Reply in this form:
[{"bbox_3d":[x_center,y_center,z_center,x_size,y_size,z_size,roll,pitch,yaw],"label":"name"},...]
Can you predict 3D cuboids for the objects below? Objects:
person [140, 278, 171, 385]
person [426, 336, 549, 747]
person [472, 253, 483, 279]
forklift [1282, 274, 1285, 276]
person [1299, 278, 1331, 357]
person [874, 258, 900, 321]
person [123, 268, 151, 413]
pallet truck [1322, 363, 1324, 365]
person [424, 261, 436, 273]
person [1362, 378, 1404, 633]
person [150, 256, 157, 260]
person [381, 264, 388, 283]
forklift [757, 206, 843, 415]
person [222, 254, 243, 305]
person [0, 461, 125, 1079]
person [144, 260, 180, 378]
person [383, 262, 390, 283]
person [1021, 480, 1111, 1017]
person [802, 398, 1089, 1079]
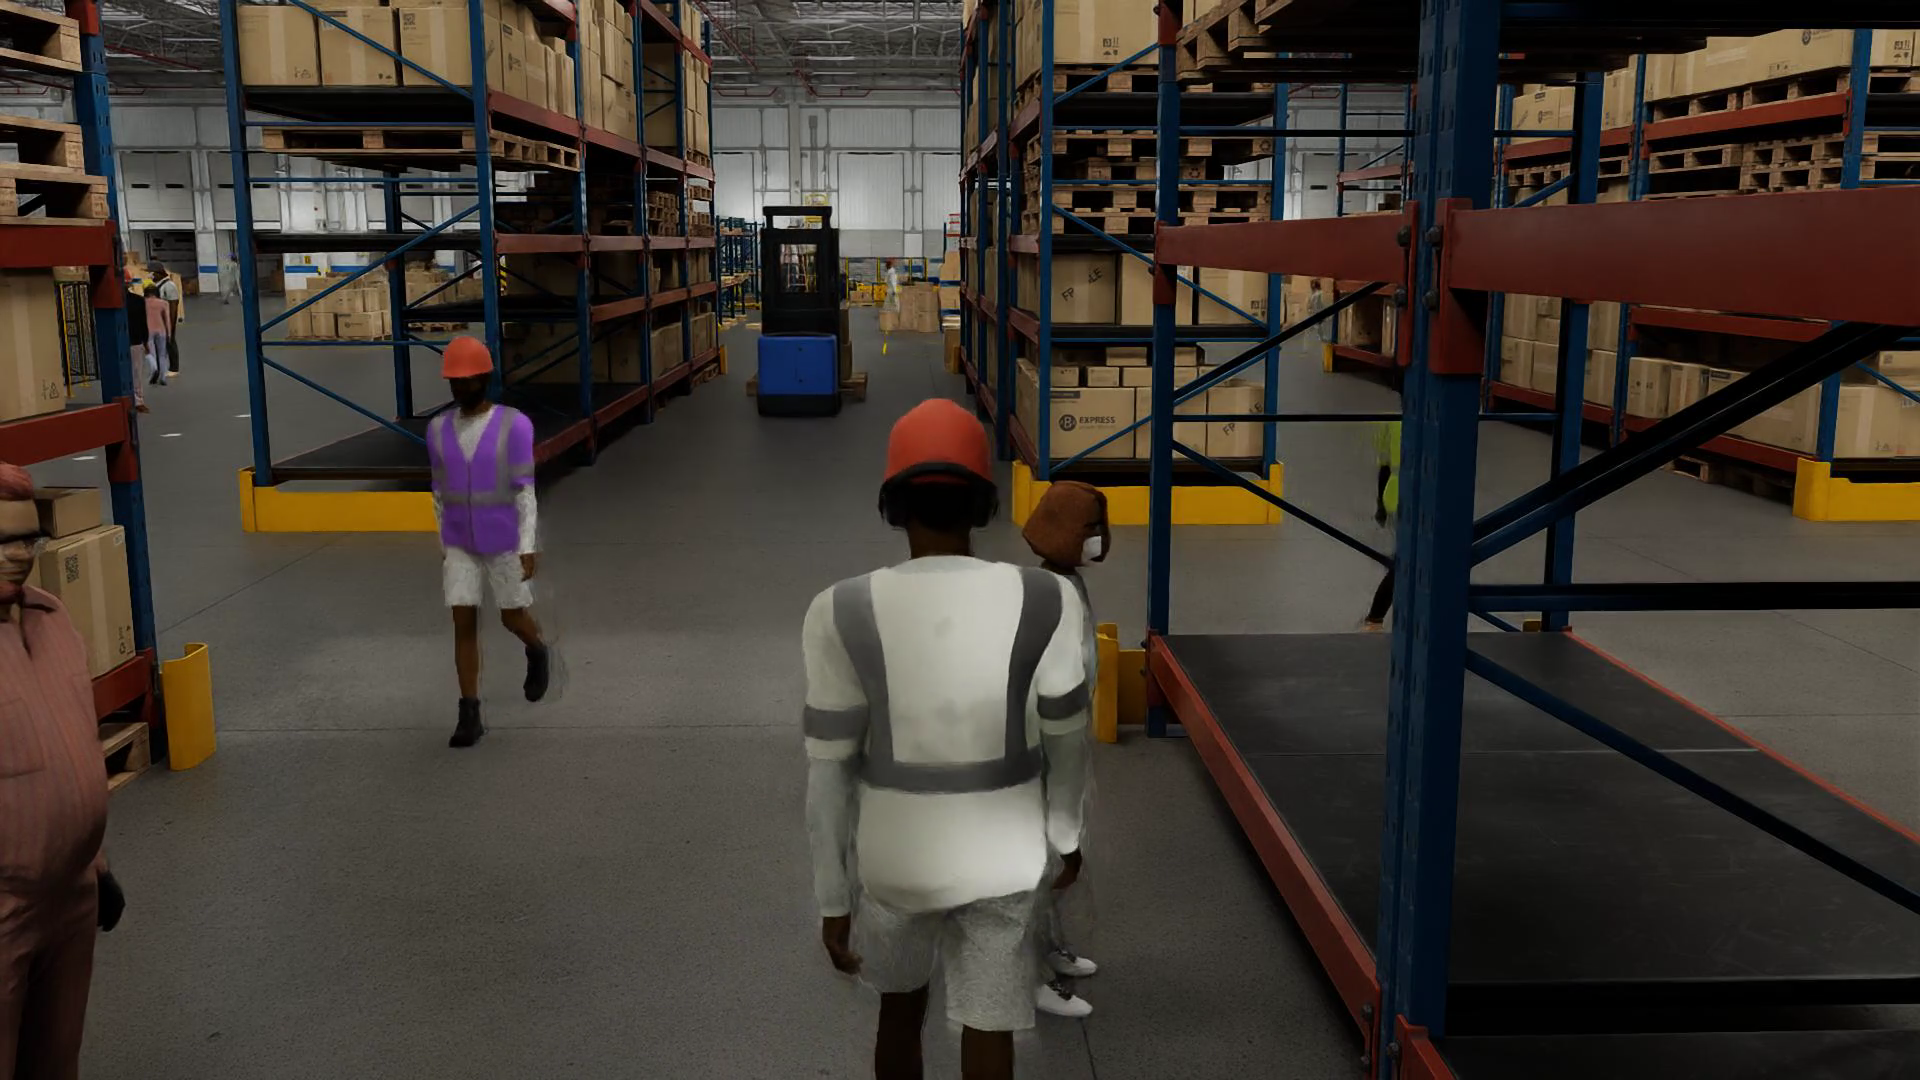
[{"bbox_3d":[-13.176,-3.393,27.166,0.556,1.742,0.403,-8,13,-38],"label":"person"},{"bbox_3d":[-2.255,-0.025,7.962,0.548,1.919,0.811,1,10,5],"label":"person"},{"bbox_3d":[-16.752,-9.015,57.977,0.378,1.937,0.628,-9,13,-41],"label":"person"},{"bbox_3d":[12.240,-10.302,62.509,1.129,2.768,1.873,0,10,-2],"label":"forklift"},{"bbox_3d":[7.304,-4.545,33.960,0.677,1.620,0.521,-3,11,-15],"label":"person"},{"bbox_3d":[-2.126,-7.324,48.808,0.927,1.839,0.607,-1,10,-5],"label":"person"},{"bbox_3d":[-11.343,-2.700,22.640,0.391,1.991,0.612,10,14,43],"label":"person"},{"bbox_3d":[7.712,-4.157,30.737,1.885,1.965,0.823,3,11,16],"label":"pallet truck"},{"bbox_3d":[-14.818,-6.934,46.739,0.877,1.815,0.516,5,11,26],"label":"person"},{"bbox_3d":[2.630,-0.200,9.658,0.882,1.654,0.541,-5,11,-26],"label":"person"},{"bbox_3d":[-28.434,-9.113,58.780,0.619,1.845,0.430,4,11,20],"label":"person"},{"bbox_3d":[-21.490,-9.808,62.565,0.979,1.882,0.603,4,11,20],"label":"person"},{"bbox_3d":[-2.206,-3.176,22.813,1.129,2.768,1.873,0,10,-2],"label":"forklift"},{"bbox_3d":[-27.074,-9.703,61.918,0.601,1.899,0.930,7,12,34],"label":"person"},{"bbox_3d":[-2.022,0.772,3.556,0.406,1.902,0.639,1,10,6],"label":"person"},{"bbox_3d":[-13.840,-3.820,28.739,0.688,2.000,0.536,6,12,30],"label":"person"},{"bbox_3d":[-15.849,-6.839,46.194,0.967,1.810,0.497,-5,11,-24],"label":"person"},{"bbox_3d":[0.310,0.624,5.122,0.285,1.631,0.502,2,10,10],"label":"person"},{"bbox_3d":[-0.026,0.684,3.764,0.631,2.001,0.982,0,10,-2],"label":"person"}]
